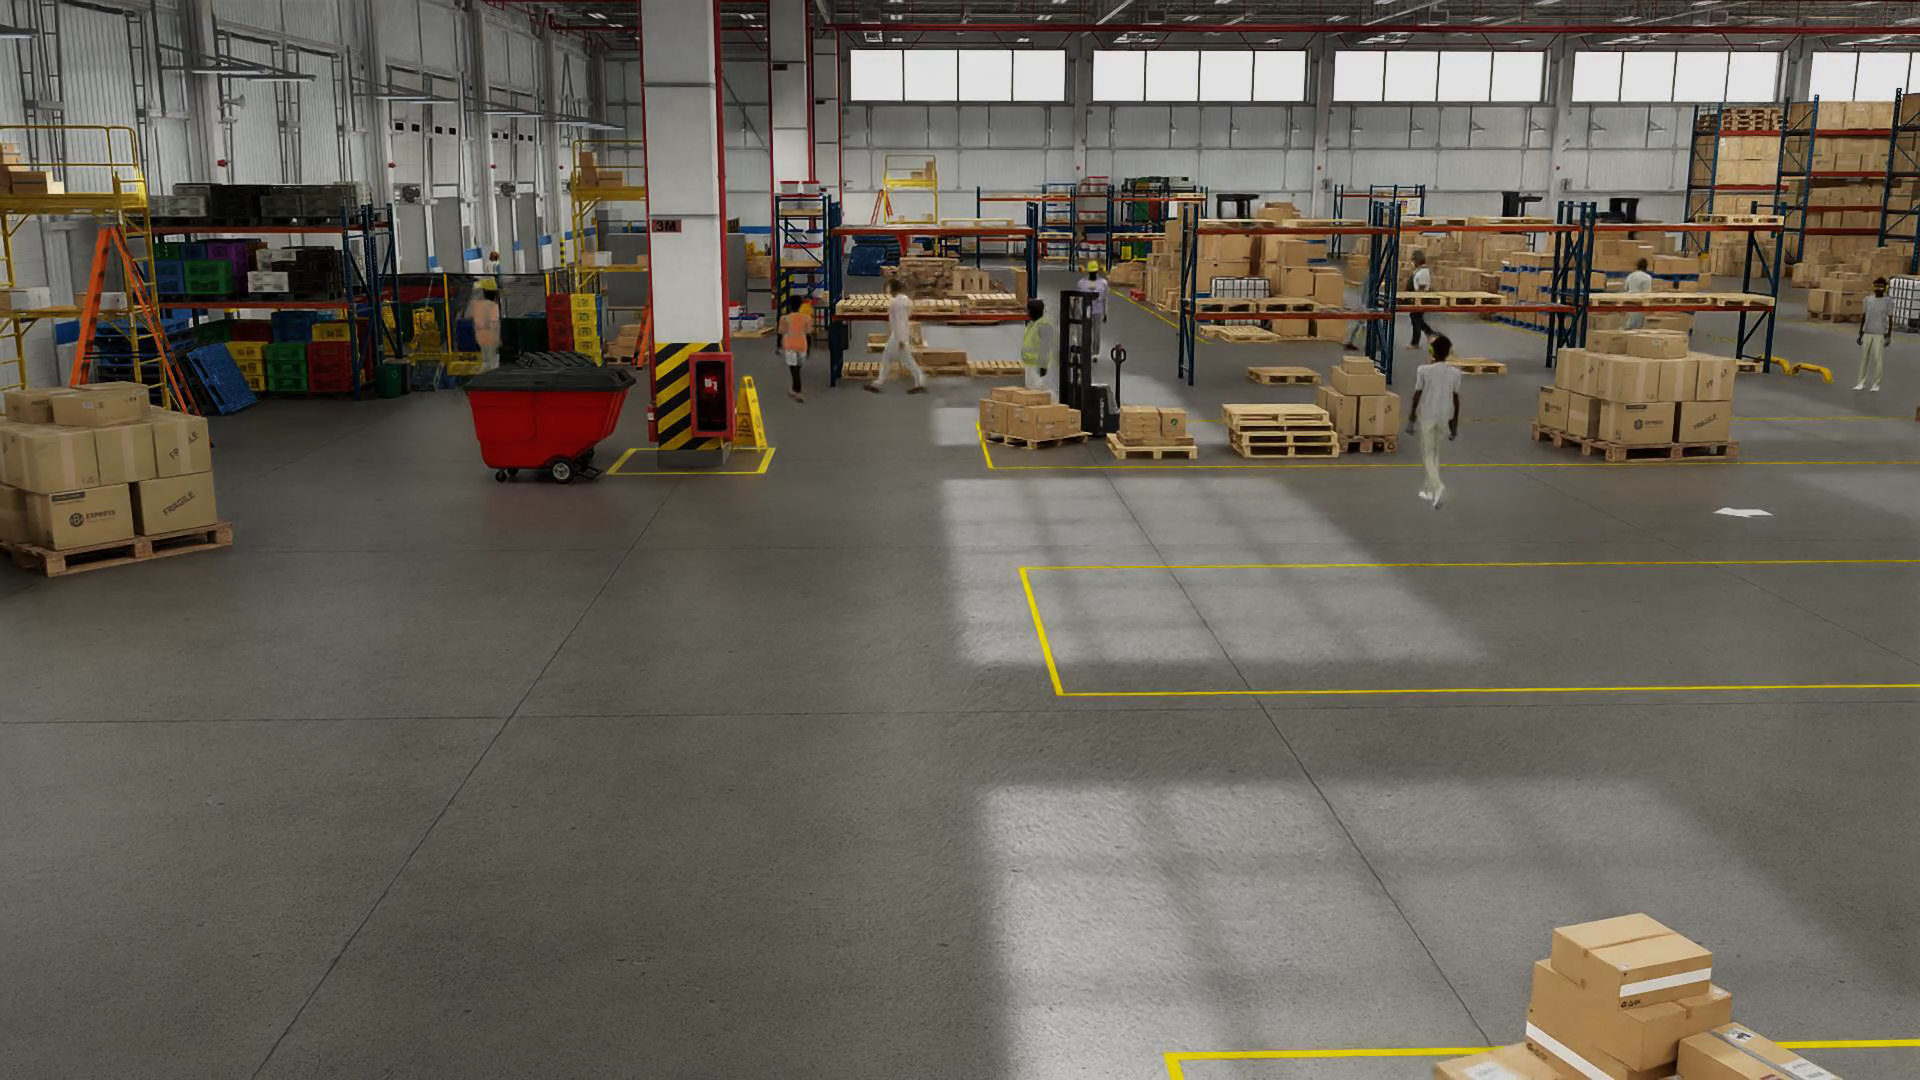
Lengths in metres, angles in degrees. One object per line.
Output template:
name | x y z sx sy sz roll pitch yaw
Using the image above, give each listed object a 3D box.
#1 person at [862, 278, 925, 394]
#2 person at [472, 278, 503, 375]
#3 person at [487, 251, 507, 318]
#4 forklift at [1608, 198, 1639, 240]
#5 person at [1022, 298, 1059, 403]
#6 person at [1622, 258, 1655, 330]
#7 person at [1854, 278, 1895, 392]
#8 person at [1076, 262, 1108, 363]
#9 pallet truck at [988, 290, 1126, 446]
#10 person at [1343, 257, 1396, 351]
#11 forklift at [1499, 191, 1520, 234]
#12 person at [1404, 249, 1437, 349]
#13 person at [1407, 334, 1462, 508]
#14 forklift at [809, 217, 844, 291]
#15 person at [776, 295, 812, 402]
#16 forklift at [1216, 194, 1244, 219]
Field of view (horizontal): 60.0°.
person | -1.039 -3.275 26.789 1.045 1.879 0.647 1 13 5
person | -7.408 -3.132 26.064 0.606 1.911 0.491 9 15 35
person | -11.423 -6.267 40.865 0.524 1.632 0.321 12 17 42
forklift | 18.588 -8.214 46.809 1.873 2.768 1.129 -3 13 -11
person | 1.150 -2.490 23.391 0.601 1.818 0.645 -4 13 -19
person | 13.362 -4.634 32.917 1.043 1.897 0.628 -3 13 -11
person | 14.967 -3.360 27.226 0.334 1.860 0.509 -11 17 -41
person | 2.481 -4.288 31.372 0.607 1.868 1.004 1 13 5
pallet truck | 1.257 -2.299 22.111 1.885 1.965 0.823 -9 15 -35
person | 8.183 -4.695 33.201 1.046 1.886 0.637 1 13 4
forklift | 20.744 -11.779 62.905 1.873 2.768 1.129 0 12 -2
person | 9.325 -4.884 33.686 0.657 2.000 0.714 3 13 12
person | 5.118 -1.280 17.862 0.518 1.847 0.824 -2 13 -7
forklift | -4.375 -8.619 48.637 1.873 2.768 1.129 0 12 -2
person | -2.574 -2.996 26.036 0.533 1.654 0.864 -7 14 -28
forklift | 9.027 -10.194 55.748 1.129 2.768 1.873 -4 13 -17
